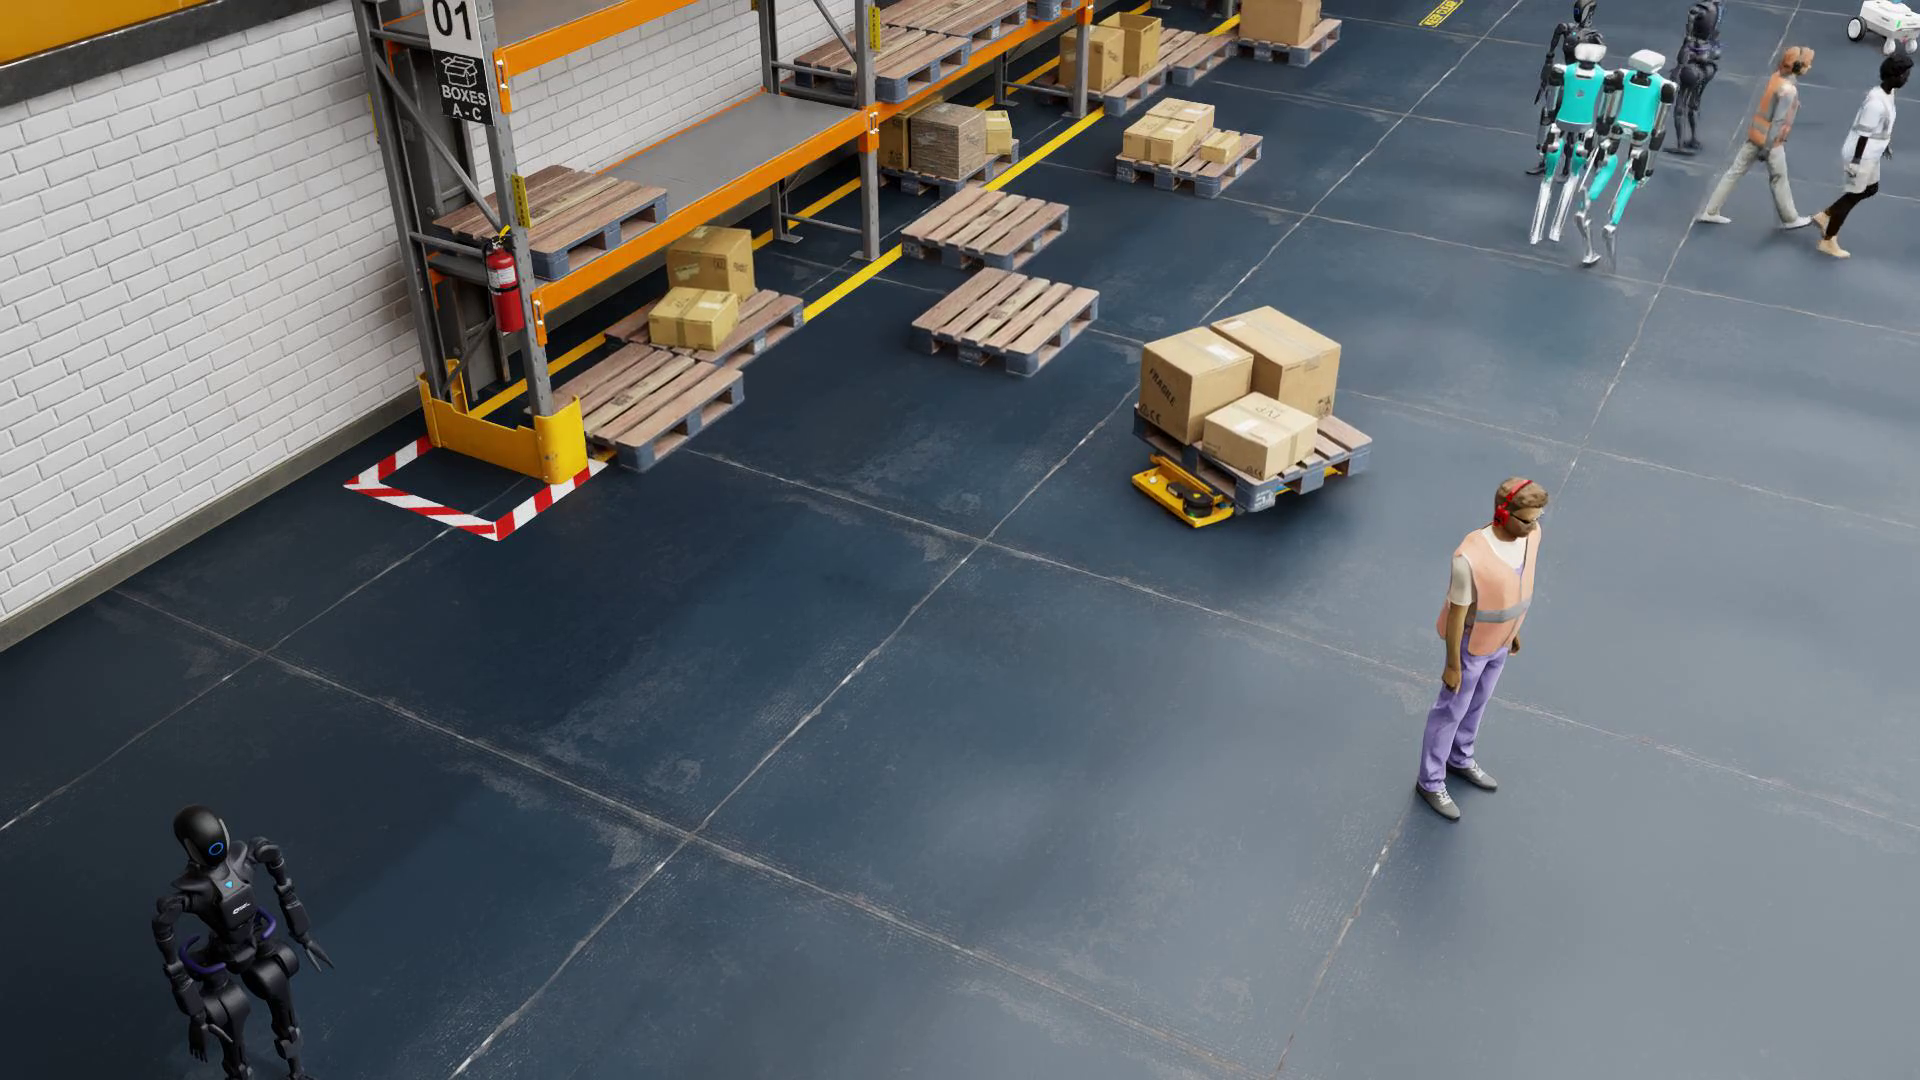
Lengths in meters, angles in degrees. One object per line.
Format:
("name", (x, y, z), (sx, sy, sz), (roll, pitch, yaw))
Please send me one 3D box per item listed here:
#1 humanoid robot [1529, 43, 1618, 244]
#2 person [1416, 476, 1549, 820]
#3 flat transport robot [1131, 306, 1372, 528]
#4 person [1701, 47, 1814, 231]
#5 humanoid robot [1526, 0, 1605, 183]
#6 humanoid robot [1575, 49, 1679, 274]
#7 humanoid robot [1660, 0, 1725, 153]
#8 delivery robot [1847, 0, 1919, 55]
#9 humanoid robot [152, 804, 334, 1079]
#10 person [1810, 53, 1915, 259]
("humanoid robot", (5.068, -3.293, 13.826), (0.530, 1.812, 0.743), (12, 35, 18))
("person", (2.493, 0.490, 7.982), (0.564, 1.840, 0.391), (-25, 41, -33))
("flat transport robot", (1.891, -0.494, 10.895), (1.431, 0.231, 0.659), (-20, 38, -27))
("person", (6.900, -3.389, 14.081), (0.900, 1.580, 0.509), (3, 34, 5))
("humanoid robot", (5.503, -4.063, 15.005), (0.315, 1.657, 0.599), (-24, 40, -31))
("humanoid robot", (5.222, -2.933, 13.326), (0.675, 1.881, 0.540), (-28, 43, -36))
("humanoid robot", (6.992, -4.491, 15.674), (0.598, 1.628, 0.470), (-21, 39, -29))
("delivery robot", (10.429, -5.806, 18.691), (0.499, 0.614, 0.808), (-5, 34, -8))
("humanoid robot", (-2.728, 1.649, 6.364), (0.315, 1.657, 0.599), (21, 39, 29))
("person", (7.412, -3.163, 13.647), (0.410, 1.681, 0.543), (20, 38, 27))
